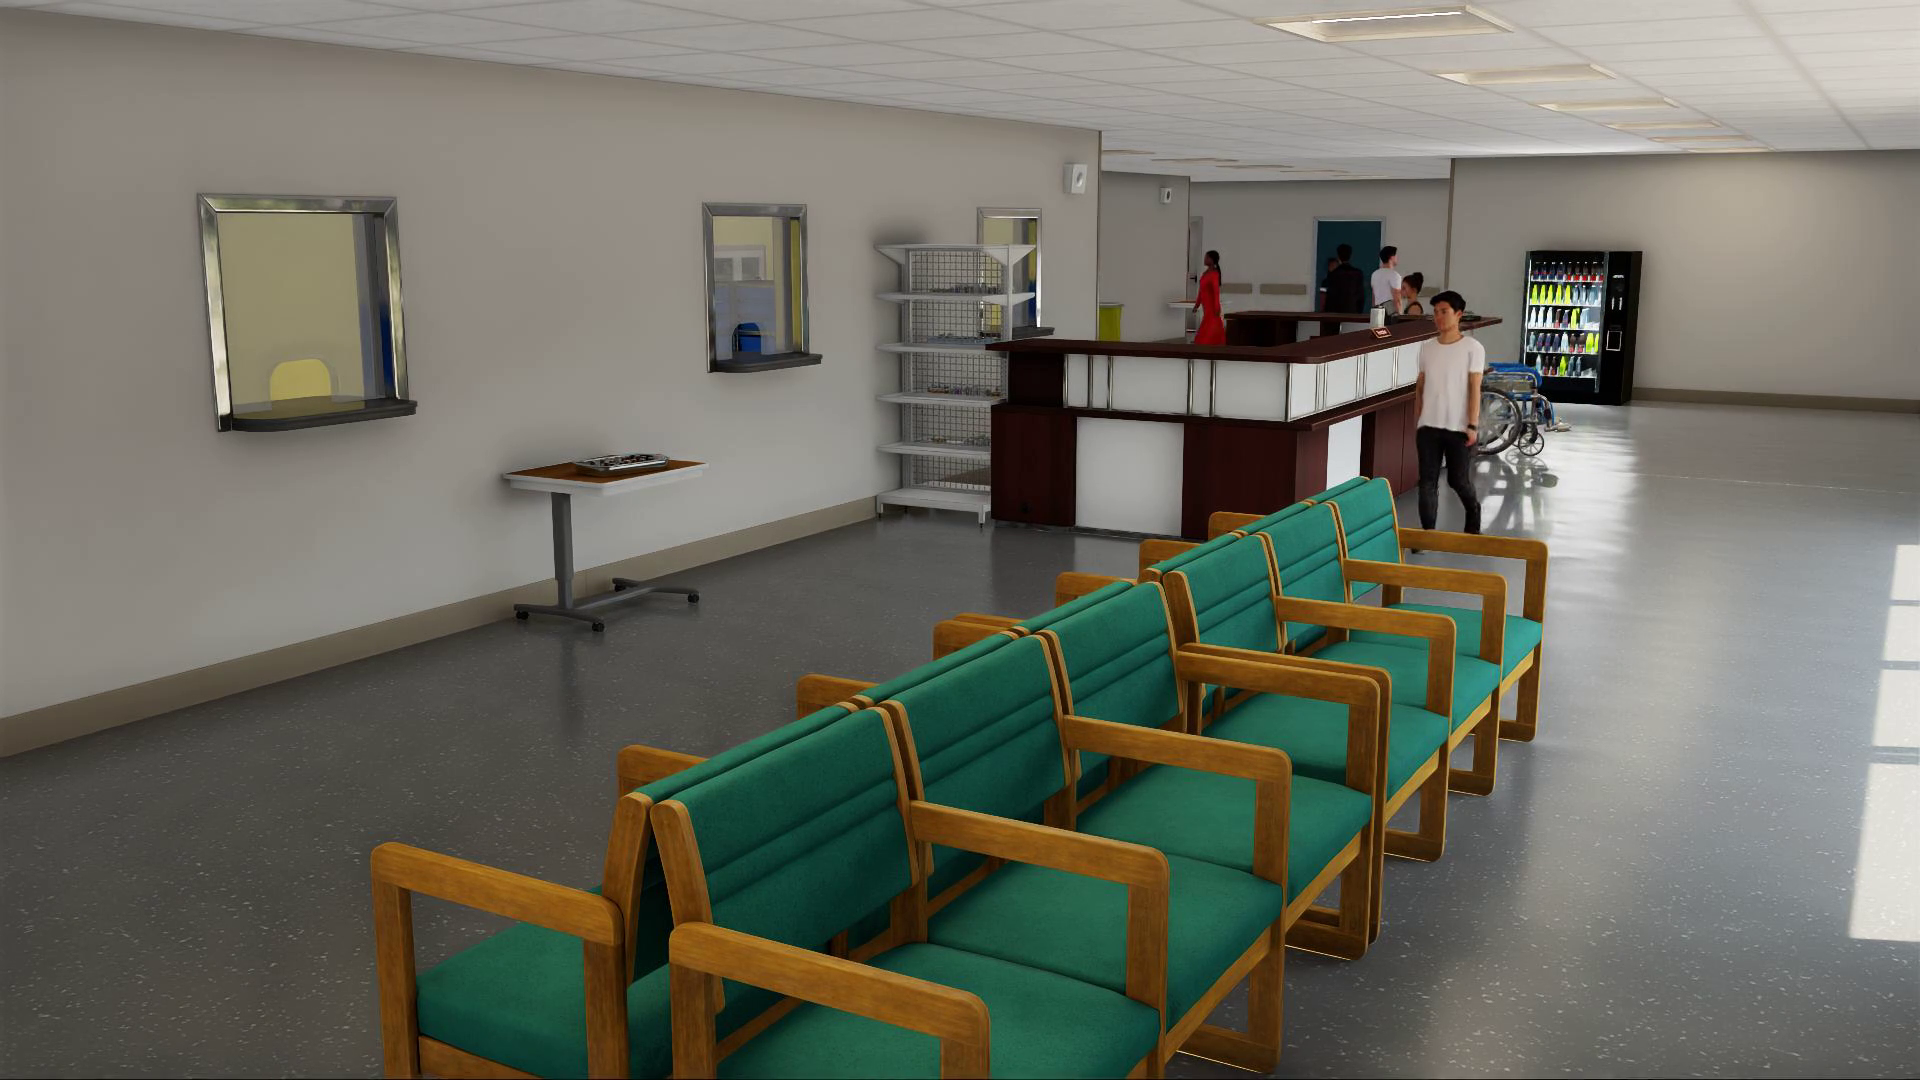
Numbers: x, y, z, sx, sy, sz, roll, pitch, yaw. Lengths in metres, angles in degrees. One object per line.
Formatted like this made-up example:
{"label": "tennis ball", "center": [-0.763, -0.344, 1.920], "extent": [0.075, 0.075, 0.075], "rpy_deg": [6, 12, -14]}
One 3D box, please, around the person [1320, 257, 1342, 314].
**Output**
{"label": "person", "center": [4.974, -2.885, 22.124], "extent": [0.983, 1.714, 1.039], "rpy_deg": [-3, 11, -17]}

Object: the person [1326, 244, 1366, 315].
{"label": "person", "center": [4.693, -2.649, 20.318], "extent": [0.780, 1.923, 0.832], "rpy_deg": [-3, 11, -17]}

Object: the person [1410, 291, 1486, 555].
{"label": "person", "center": [3.228, -0.764, 10.879], "extent": [0.929, 1.709, 0.812], "rpy_deg": [10, 15, 42]}

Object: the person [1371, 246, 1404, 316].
{"label": "person", "center": [5.351, -2.742, 20.908], "extent": [0.829, 1.887, 0.737], "rpy_deg": [-4, 12, -22]}
